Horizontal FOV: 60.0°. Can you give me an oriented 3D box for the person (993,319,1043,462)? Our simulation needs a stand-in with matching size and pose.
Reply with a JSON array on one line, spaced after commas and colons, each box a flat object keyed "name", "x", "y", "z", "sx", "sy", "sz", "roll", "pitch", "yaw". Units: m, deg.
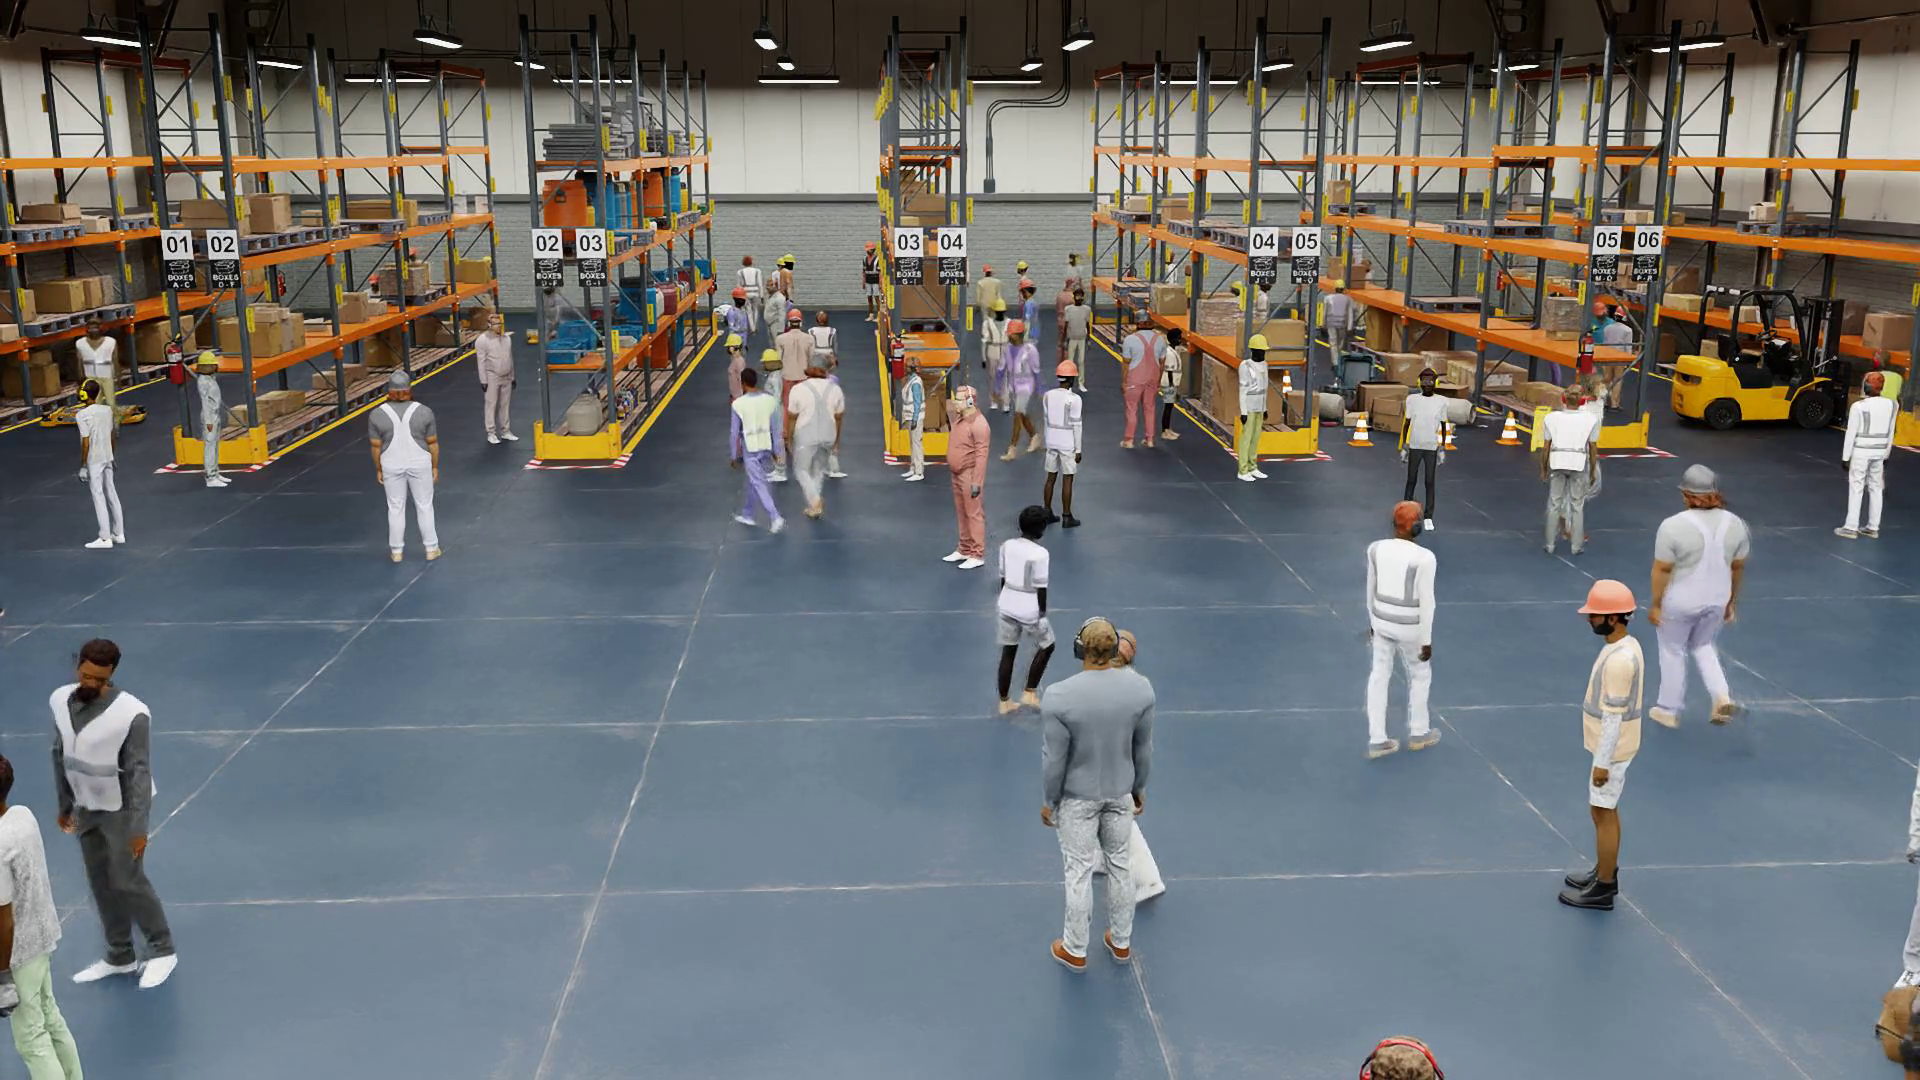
[{"name": "person", "x": 0.874, "y": -2.146, "z": 23.482, "sx": 0.626, "sy": 1.991, "sz": 1.059, "roll": 12, "pitch": 18, "yaw": 41}]

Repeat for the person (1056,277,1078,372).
[{"name": "person", "x": 2.104, "y": -4.107, "z": 31.991, "sx": 0.400, "sy": 1.898, "sz": 0.637, "roll": -7, "pitch": 15, "yaw": -27}]

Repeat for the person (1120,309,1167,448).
[{"name": "person", "x": 2.634, "y": -2.364, "z": 24.283, "sx": 0.686, "sy": 2.000, "sz": 0.535, "roll": -5, "pitch": 14, "yaw": -22}]

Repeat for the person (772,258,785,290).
[{"name": "person", "x": -4.244, "y": -5.844, "z": 39.637, "sx": 0.518, "sy": 1.757, "sz": 0.338, "roll": -11, "pitch": 17, "yaw": -38}]

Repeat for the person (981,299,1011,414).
[{"name": "person", "x": 0.641, "y": -3.052, "z": 27.569, "sx": 0.609, "sy": 1.867, "sz": 1.007, "roll": -1, "pitch": 13, "yaw": -5}]

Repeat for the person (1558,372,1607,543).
[{"name": "person", "x": 6.869, "y": -0.922, "z": 18.430, "sx": 0.481, "sy": 1.919, "sz": 0.654, "roll": 12, "pitch": 18, "yaw": 40}]

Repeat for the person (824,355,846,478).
[{"name": "person", "x": -1.761, "y": -1.639, "z": 22.074, "sx": 0.513, "sy": 1.637, "sz": 0.313, "roll": 11, "pitch": 17, "yaw": 39}]

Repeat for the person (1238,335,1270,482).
[{"name": "person", "x": 3.877, "y": -1.742, "z": 21.890, "sx": 0.366, "sy": 1.926, "sz": 0.594, "roll": 11, "pitch": 17, "yaw": 39}]

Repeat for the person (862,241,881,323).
[{"name": "person", "x": -2.209, "y": -6.464, "z": 41.684, "sx": 0.611, "sy": 2.031, "sz": 0.410, "roll": 9, "pitch": 16, "yaw": 34}]

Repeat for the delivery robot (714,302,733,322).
[{"name": "delivery robot", "x": -5.788, "y": -5.651, "z": 41.192, "sx": 0.477, "sy": 0.478, "sz": 0.707, "roll": 7, "pitch": 15, "yaw": 26}]

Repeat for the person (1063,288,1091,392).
[{"name": "person", "x": 2.101, "y": -3.581, "z": 29.801, "sx": 0.512, "sy": 1.873, "sz": 0.328, "roll": -2, "pitch": 13, "yaw": -10}]

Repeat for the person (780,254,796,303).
[{"name": "person", "x": -3.951, "y": -5.593, "z": 38.211, "sx": 0.383, "sy": 1.923, "sz": 0.590, "roll": -5, "pitch": 14, "yaw": -19}]

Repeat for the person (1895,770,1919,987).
[{"name": "person", "x": 5.101, "y": 1.579, "z": 8.449, "sx": 0.501, "sy": 1.633, "sz": 0.282, "roll": 8, "pitch": 16, "yaw": 32}]

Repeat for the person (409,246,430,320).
[{"name": "person", "x": -13.234, "y": -6.167, "z": 40.529, "sx": 0.637, "sy": 1.977, "sz": 0.625, "roll": -1, "pitch": 13, "yaw": -3}]

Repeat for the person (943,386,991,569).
[{"name": "person", "x": 0.061, "y": -0.659, "z": 17.349, "sx": 0.409, "sy": 1.909, "sz": 0.641, "roll": -6, "pitch": 15, "yaw": -24}]

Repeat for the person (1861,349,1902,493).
[{"name": "person", "x": 11.639, "y": -1.510, "z": 21.148, "sx": 0.588, "sy": 1.852, "sz": 0.507, "roll": -4, "pitch": 14, "yaw": -17}]

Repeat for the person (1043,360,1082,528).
[{"name": "person", "x": 1.205, "y": -1.109, "z": 19.222, "sx": 0.541, "sy": 1.928, "sz": 0.398, "roll": 12, "pitch": 18, "yaw": 41}]

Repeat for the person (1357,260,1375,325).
[{"name": "person", "x": 10.004, "y": -6.156, "z": 41.253, "sx": 0.535, "sy": 1.613, "sz": 0.541, "roll": -5, "pitch": 14, "yaw": -21}]

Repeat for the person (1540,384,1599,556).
[{"name": "person", "x": 6.520, "y": -0.746, "z": 17.840, "sx": 0.563, "sy": 1.847, "sz": 0.389, "roll": 6, "pitch": 15, "yaw": 23}]

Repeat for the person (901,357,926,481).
[{"name": "person", "x": -0.608, "y": -1.598, "z": 21.898, "sx": 0.307, "sy": 1.640, "sz": 0.519, "roll": -2, "pitch": 13, "yaw": -9}]

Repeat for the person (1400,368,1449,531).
[{"name": "person", "x": 5.304, "y": -1.042, "z": 19.048, "sx": 0.509, "sy": 1.872, "sz": 0.328, "roll": 4, "pitch": 14, "yaw": 18}]

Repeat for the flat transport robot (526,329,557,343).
[{"name": "flat transport robot", "x": -9.461, "y": -4.615, "z": 37.611, "sx": 0.652, "sy": 0.197, "sz": 1.431, "roll": -4, "pitch": 14, "yaw": -15}]

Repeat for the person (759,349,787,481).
[{"name": "person", "x": -2.458, "y": -1.643, "z": 21.870, "sx": 0.325, "sy": 1.740, "sz": 0.492, "roll": -2, "pitch": 13, "yaw": -7}]

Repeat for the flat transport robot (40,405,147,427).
[{"name": "flat transport robot", "x": -13.784, "y": -1.984, "z": 26.465, "sx": 1.431, "sy": 0.197, "sz": 0.652, "roll": -4, "pitch": 14, "yaw": -18}]

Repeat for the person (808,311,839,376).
[{"name": "person", "x": -2.288, "y": -3.001, "z": 27.830, "sx": 0.521, "sy": 1.644, "sz": 0.307, "roll": -1, "pitch": 13, "yaw": -3}]

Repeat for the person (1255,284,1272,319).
[{"name": "person", "x": 5.677, "y": -3.998, "z": 31.232, "sx": 0.418, "sy": 2.033, "sz": 0.608, "roll": 0, "pitch": 13, "yaw": -1}]

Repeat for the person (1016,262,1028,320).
[{"name": "person", "x": 1.429, "y": -5.483, "z": 38.085, "sx": 0.325, "sy": 1.767, "sz": 0.533, "roll": 2, "pitch": 13, "yaw": 8}]

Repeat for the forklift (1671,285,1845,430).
[{"name": "forklift", "x": 12.503, "y": -2.886, "z": 26.166, "sx": 2.313, "sy": 2.155, "sz": 1.214, "roll": -1, "pitch": 13, "yaw": -3}]

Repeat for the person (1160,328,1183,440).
[{"name": "person", "x": 3.161, "y": -2.336, "z": 24.926, "sx": 0.321, "sy": 1.685, "sz": 0.539, "roll": 2, "pitch": 13, "yaw": 10}]

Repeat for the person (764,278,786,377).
[{"name": "person", "x": -3.525, "y": -4.016, "z": 31.572, "sx": 0.402, "sy": 1.904, "sz": 0.652, "roll": -6, "pitch": 15, "yaw": -24}]

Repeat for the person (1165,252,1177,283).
[{"name": "person", "x": 4.999, "y": -5.925, "z": 39.702, "sx": 0.340, "sy": 1.882, "sz": 0.586, "roll": 2, "pitch": 13, "yaw": 10}]
